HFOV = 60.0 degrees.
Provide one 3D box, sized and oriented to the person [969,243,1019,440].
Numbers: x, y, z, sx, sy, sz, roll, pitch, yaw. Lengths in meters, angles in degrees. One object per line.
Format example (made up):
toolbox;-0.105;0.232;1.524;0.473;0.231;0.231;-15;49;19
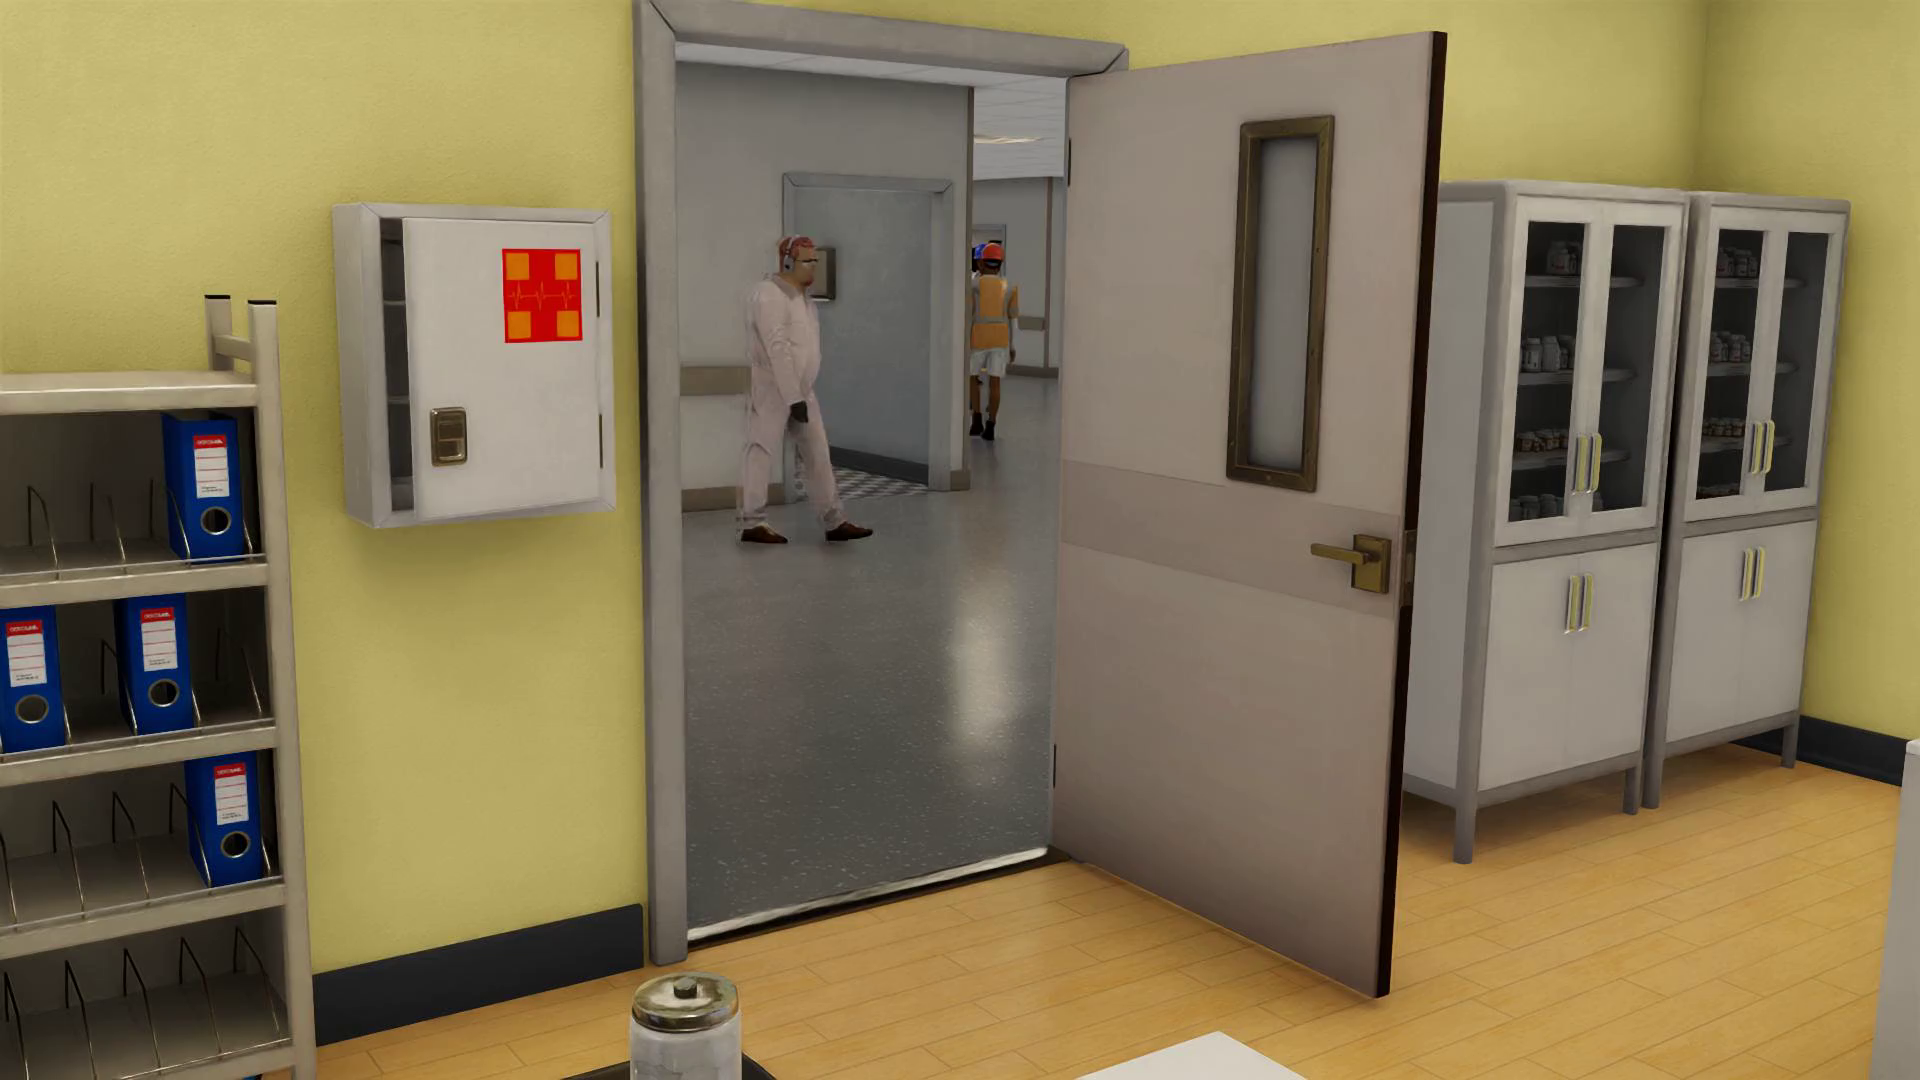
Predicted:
person;0.282;-1.937;16.311;0.585;1.922;0.457;-1;10;-8

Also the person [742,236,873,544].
person;-0.944;-0.878;10.031;0.917;1.866;0.639;5;10;22

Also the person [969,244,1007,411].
person;0.269;-2.478;19.461;0.603;1.949;0.389;4;10;20
